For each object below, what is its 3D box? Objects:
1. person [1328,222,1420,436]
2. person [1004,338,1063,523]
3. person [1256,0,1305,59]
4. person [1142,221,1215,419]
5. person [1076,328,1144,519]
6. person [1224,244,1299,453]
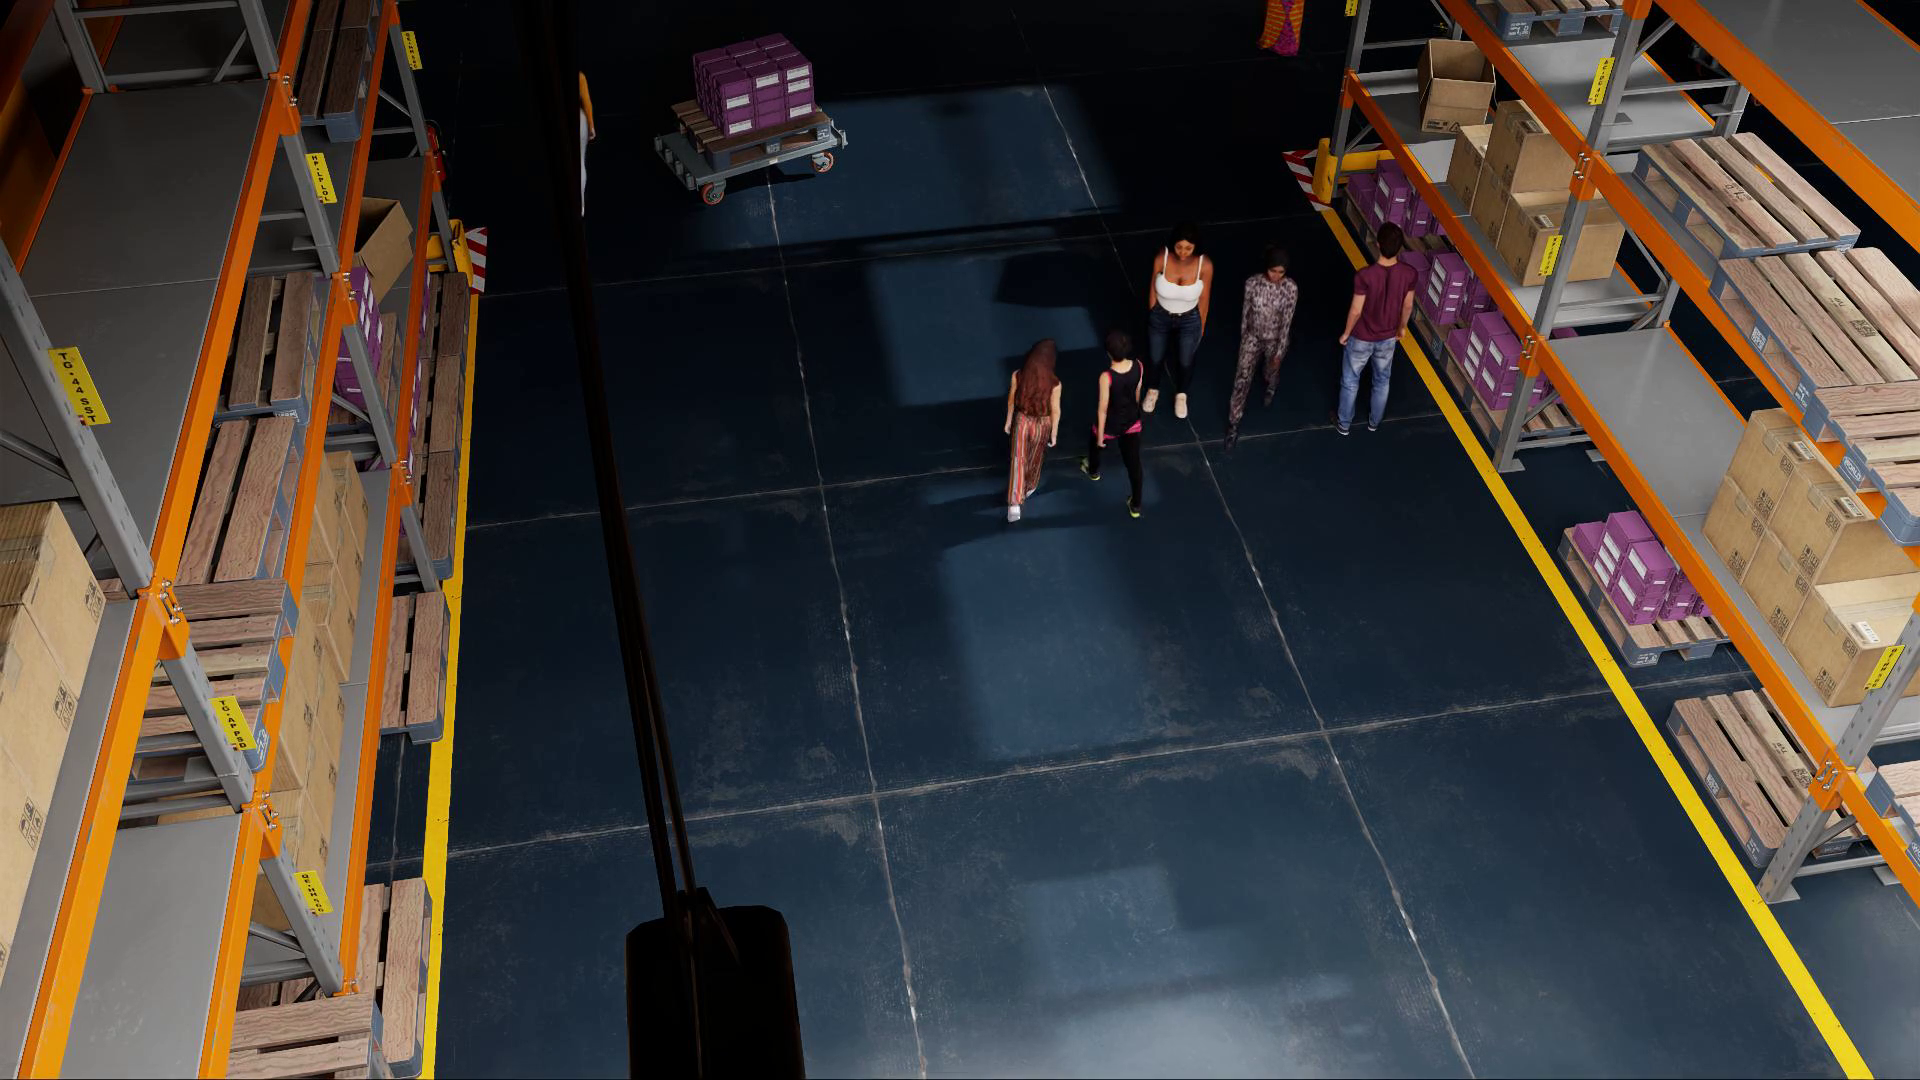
[{"bbox_3d":[3.155,-1.592,12.667,0.664,1.849,0.551,-5,44,-5],"label":"person"},{"bbox_3d":[0.507,-0.762,12.026,0.835,1.531,1.006,11,45,12],"label":"person"},{"bbox_3d":[3.379,-5.853,17.269,0.808,1.671,0.869,27,50,26],"label":"person"},{"bbox_3d":[1.663,-1.717,12.831,0.727,1.803,0.747,10,45,11],"label":"person"},{"bbox_3d":[1.172,-0.808,12.090,0.751,1.509,1.038,-17,46,-17],"label":"person"},{"bbox_3d":[2.375,-1.552,12.751,0.961,1.675,1.185,16,46,16],"label":"person"}]
